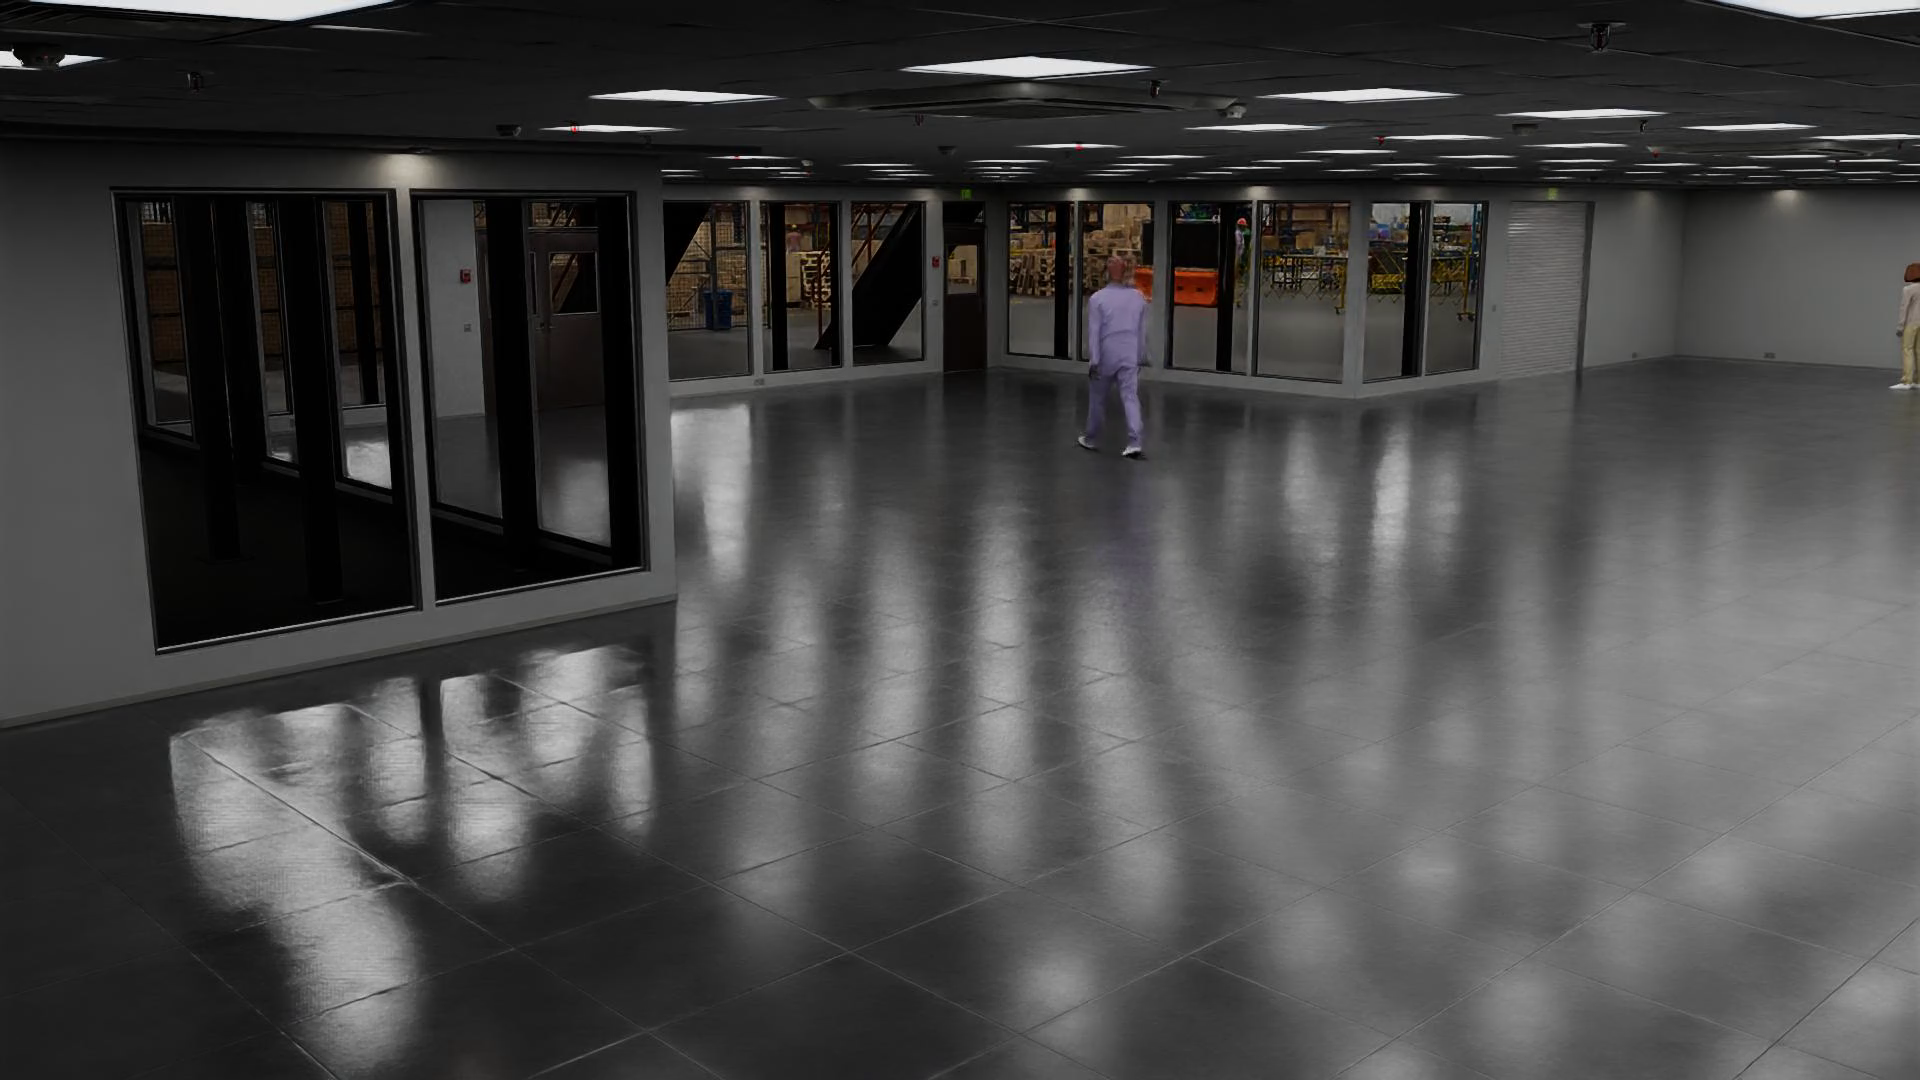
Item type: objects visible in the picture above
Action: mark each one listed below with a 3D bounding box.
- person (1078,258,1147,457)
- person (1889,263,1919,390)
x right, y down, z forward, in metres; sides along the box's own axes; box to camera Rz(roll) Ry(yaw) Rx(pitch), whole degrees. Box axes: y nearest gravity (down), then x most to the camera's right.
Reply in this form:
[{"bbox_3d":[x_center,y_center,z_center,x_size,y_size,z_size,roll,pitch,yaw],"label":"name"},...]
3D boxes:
[{"bbox_3d":[1.459,-1.727,15.745,0.659,1.853,1.024,-5,12,-22],"label":"person"},{"bbox_3d":[12.280,-2.748,21.448,0.497,1.626,0.288,-5,13,-26],"label":"person"}]
